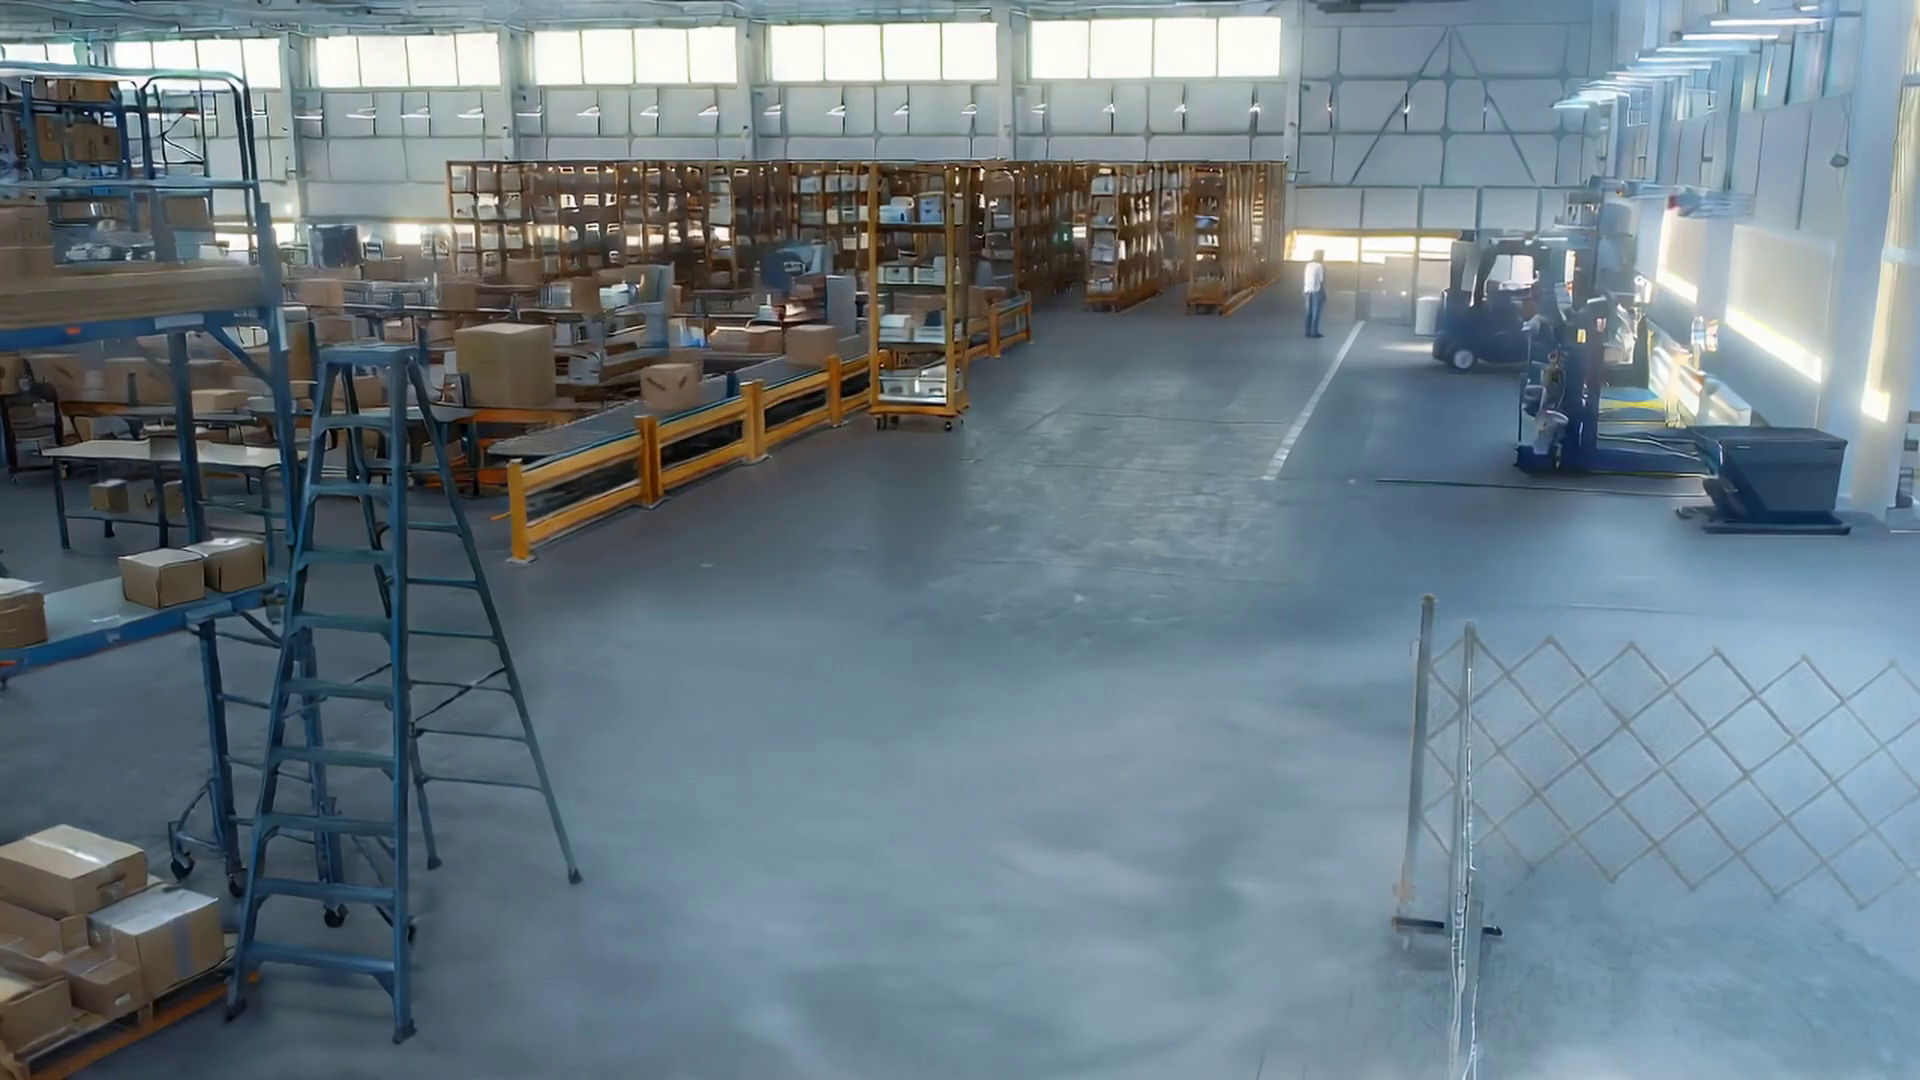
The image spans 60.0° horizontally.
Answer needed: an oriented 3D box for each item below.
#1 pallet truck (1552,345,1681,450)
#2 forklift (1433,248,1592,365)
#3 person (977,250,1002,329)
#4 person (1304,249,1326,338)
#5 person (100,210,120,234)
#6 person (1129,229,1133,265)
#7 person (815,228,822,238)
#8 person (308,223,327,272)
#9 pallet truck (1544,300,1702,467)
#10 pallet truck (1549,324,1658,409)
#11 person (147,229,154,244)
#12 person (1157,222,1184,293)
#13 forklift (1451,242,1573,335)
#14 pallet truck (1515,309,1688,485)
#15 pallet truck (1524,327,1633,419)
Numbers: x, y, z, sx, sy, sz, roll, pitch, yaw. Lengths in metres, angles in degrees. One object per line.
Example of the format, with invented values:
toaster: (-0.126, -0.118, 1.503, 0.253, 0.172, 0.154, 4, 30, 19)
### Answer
pallet truck: (8.641, -1.896, 21.908, 1.630, 1.274, 0.653, 4, 14, 16)
forklift: (9.780, -4.111, 29.280, 2.680, 1.987, 1.157, 3, 13, 14)
person: (0.536, -5.550, 36.768, 0.905, 1.724, 0.533, 7, 15, 29)
person: (7.404, -5.137, 34.728, 0.377, 1.841, 0.567, -7, 15, -27)
person: (-28.843, -10.229, 56.491, 0.614, 1.946, 0.390, -6, 14, -23)
person: (5.719, -9.962, 55.792, 0.385, 1.735, 0.591, 6, 14, 24)
person: (-4.389, -8.765, 50.083, 1.034, 1.985, 0.632, 5, 14, 19)
person: (-21.086, -9.615, 54.607, 0.807, 1.599, 0.516, 5, 14, 22)
pallet truck: (8.263, -1.952, 20.631, 1.885, 1.965, 0.823, 5, 14, 20)
pallet truck: (9.824, -2.669, 25.407, 1.601, 1.201, 0.680, 4, 14, 16)
person: (-21.992, -7.573, 45.375, 0.925, 1.781, 0.617, 4, 13, 15)
person: (5.818, -7.822, 46.109, 0.924, 1.944, 0.626, 7, 15, 28)
forklift: (10.464, -4.597, 31.405, 2.680, 1.987, 1.157, 4, 14, 16)
pallet truck: (7.554, -1.677, 19.446, 1.885, 1.965, 0.823, 3, 13, 14)
pallet truck: (9.065, -2.460, 24.370, 1.522, 1.261, 0.704, 3, 13, 14)
